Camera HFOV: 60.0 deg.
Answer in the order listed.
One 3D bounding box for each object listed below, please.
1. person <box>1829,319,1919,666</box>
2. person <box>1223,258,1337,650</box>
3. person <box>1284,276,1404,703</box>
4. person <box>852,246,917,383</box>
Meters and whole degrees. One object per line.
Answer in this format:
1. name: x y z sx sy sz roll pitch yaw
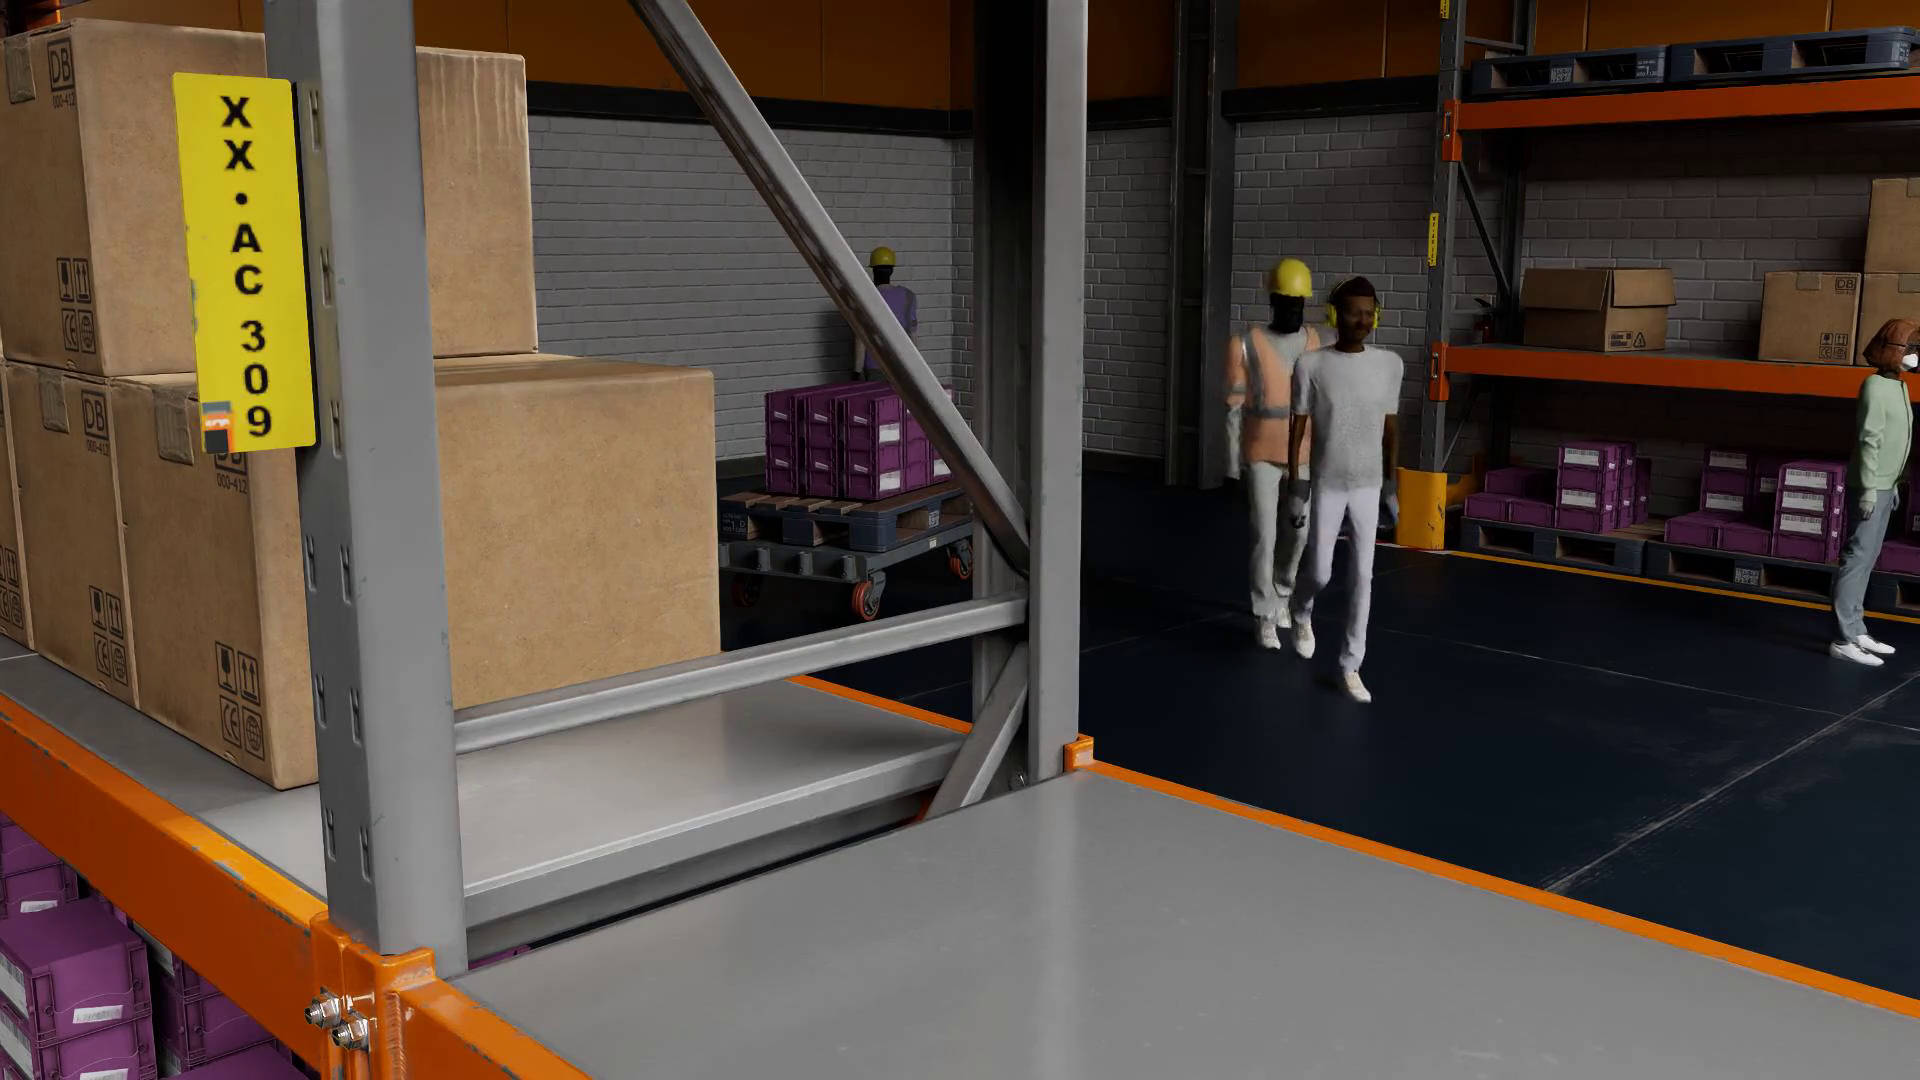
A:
1. person: 4.377 -0.234 7.932 0.285 1.631 0.501 9 14 40
2. person: 1.619 -0.435 8.342 0.616 1.942 0.600 -2 11 -9
3. person: 1.705 -0.247 7.428 0.514 1.851 0.721 -1 10 -3
4. person: -0.648 -1.506 14.066 0.595 1.925 0.375 -6 12 -30
